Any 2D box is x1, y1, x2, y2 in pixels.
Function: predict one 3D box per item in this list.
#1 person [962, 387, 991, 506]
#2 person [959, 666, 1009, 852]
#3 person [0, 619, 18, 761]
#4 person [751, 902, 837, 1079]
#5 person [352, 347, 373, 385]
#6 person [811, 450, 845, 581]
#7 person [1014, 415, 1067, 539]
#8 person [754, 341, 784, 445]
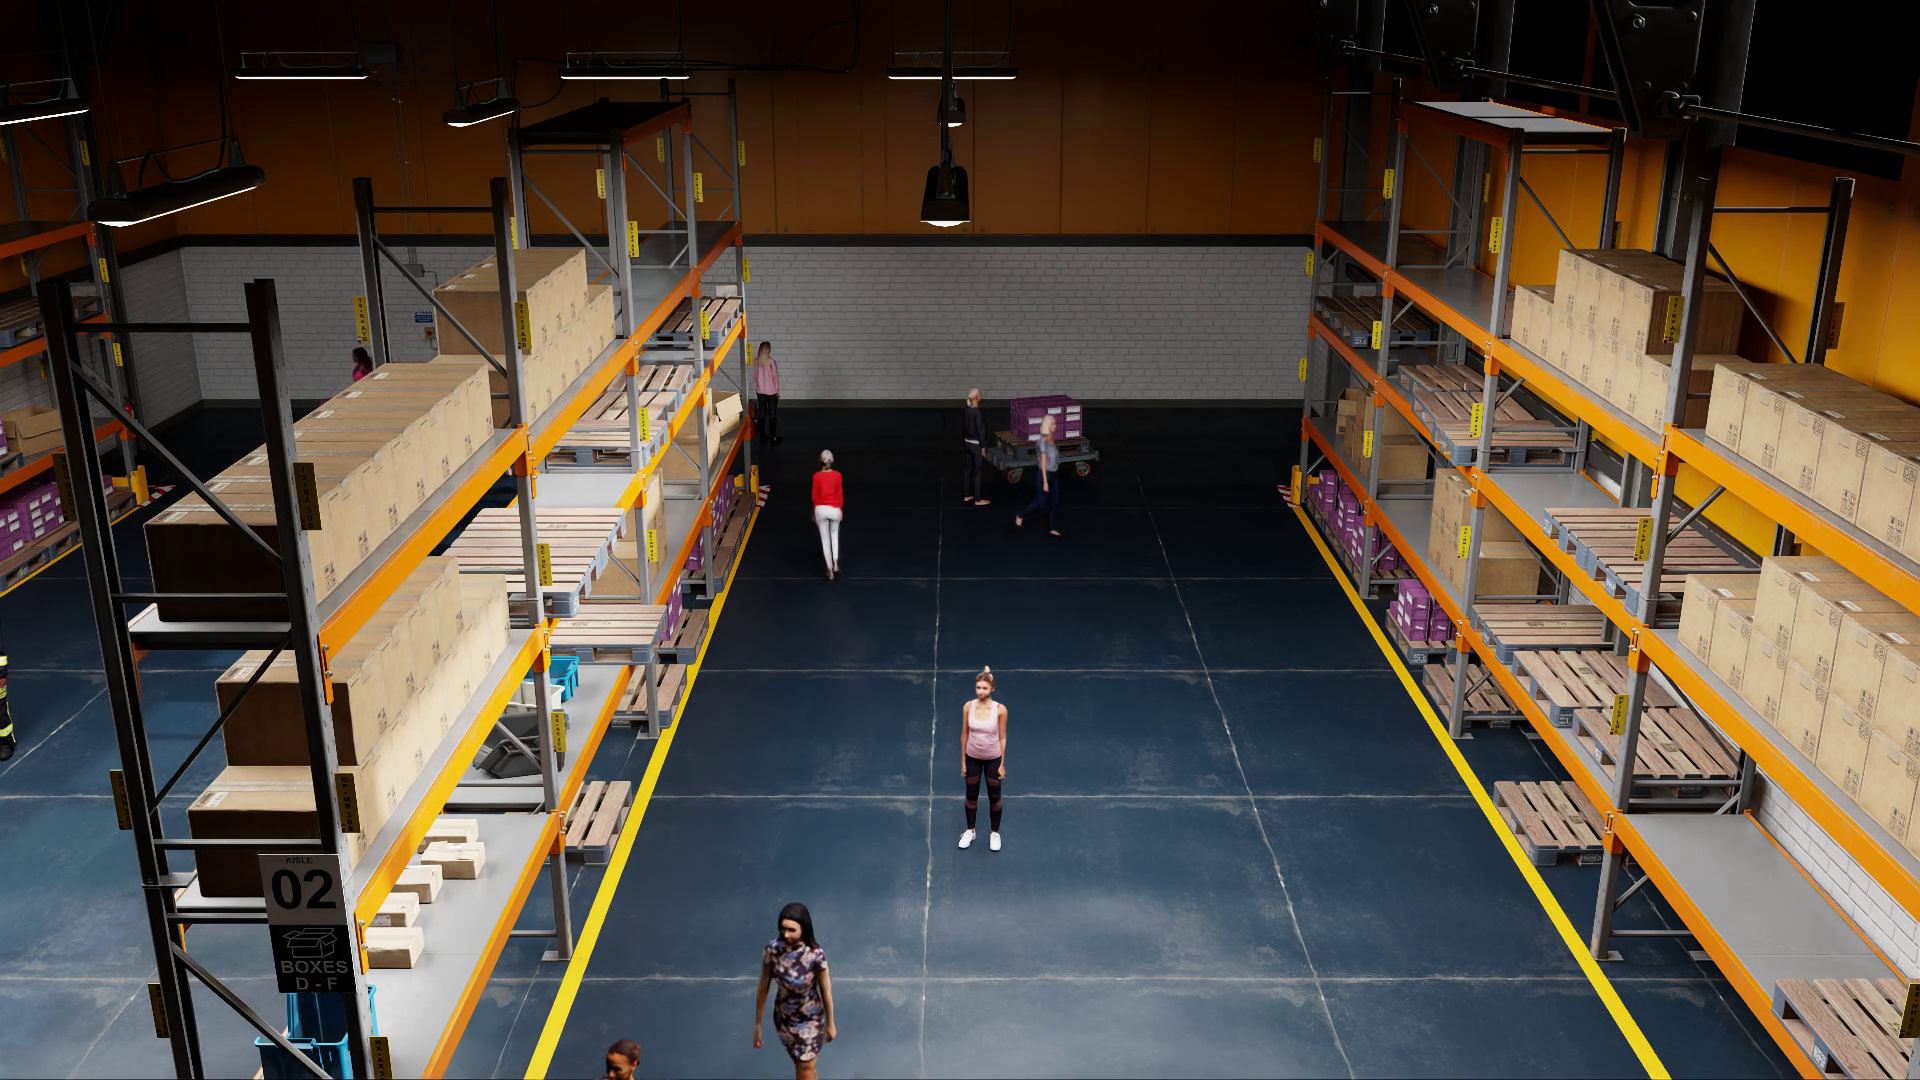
[{"bbox_3d":[0.206,-1.383,24.119,0.743,1.725,0.651,-13,23,-34],"label":"person"},{"bbox_3d":[0.207,1.902,14.499,0.605,1.640,0.604,4,19,11],"label":"person"},{"bbox_3d":[-9.544,1.255,16.133,0.797,1.822,0.736,-4,19,-10],"label":"person"},{"bbox_3d":[-1.014,3.111,10.827,0.871,1.693,1.167,6,19,17],"label":"person"},{"bbox_3d":[-9.466,-2.262,26.780,1.023,1.693,1.006,-15,24,-38],"label":"person"},{"bbox_3d":[-1.658,-0.293,20.952,0.617,1.681,0.672,-5,19,-14],"label":"person"},{"bbox_3d":[1.094,-0.850,22.572,0.939,1.703,1.010,9,21,25],"label":"person"},{"bbox_3d":[-3.172,-2.436,27.304,0.686,1.688,0.694,10,21,27],"label":"person"}]
